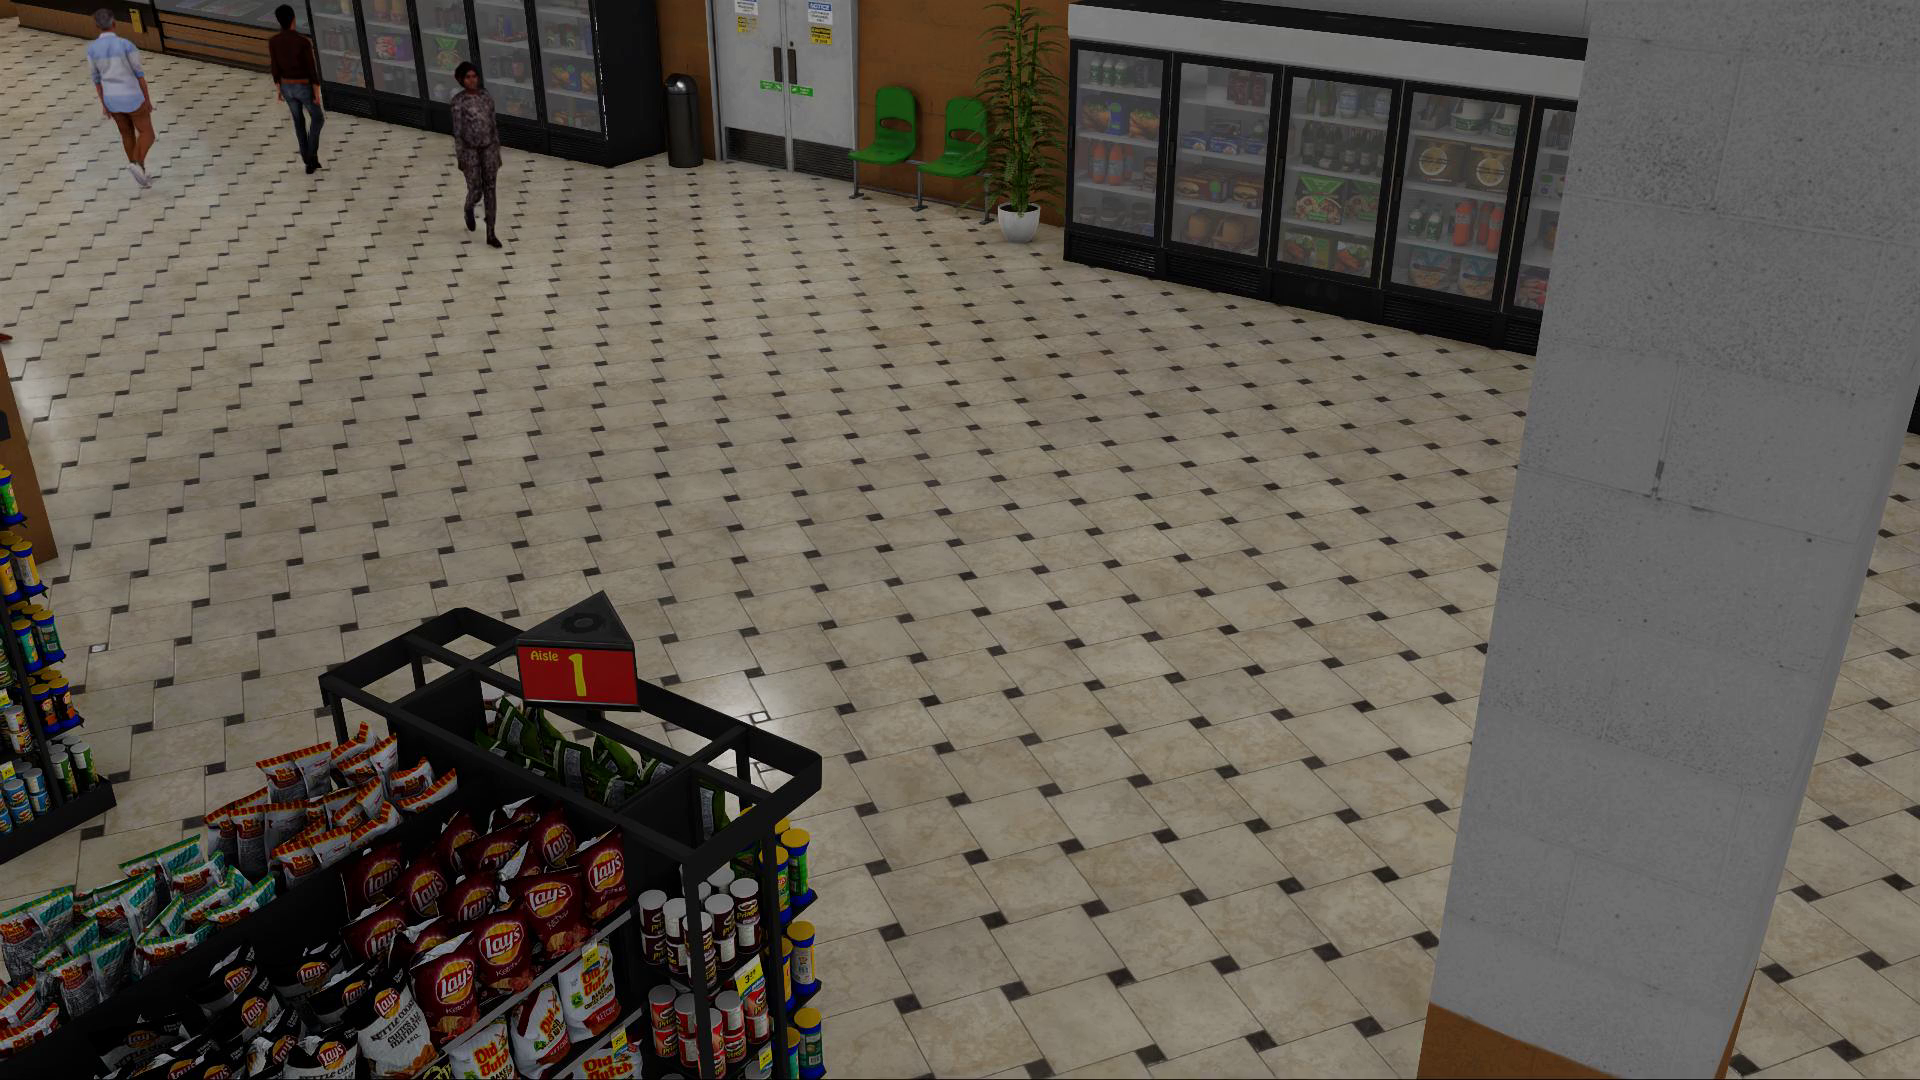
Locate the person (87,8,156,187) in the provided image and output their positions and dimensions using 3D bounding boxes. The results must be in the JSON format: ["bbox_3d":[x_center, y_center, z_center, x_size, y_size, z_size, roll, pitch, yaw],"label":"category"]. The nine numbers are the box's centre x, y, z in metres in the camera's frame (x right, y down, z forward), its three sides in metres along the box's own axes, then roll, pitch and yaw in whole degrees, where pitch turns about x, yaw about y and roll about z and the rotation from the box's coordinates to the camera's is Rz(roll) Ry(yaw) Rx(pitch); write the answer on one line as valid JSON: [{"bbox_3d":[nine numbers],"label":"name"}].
[{"bbox_3d":[-8.725,-4.583,17.357,1.000,1.812,1.097,-1,27,-3],"label":"person"}]

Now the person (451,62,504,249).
[{"bbox_3d":[-4.520,-3.603,15.545,0.811,1.703,0.762,-19,33,-33],"label":"person"}]

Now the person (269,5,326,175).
[{"bbox_3d":[-7.115,-4.792,17.814,0.836,1.770,0.896,-2,27,-3],"label":"person"}]
